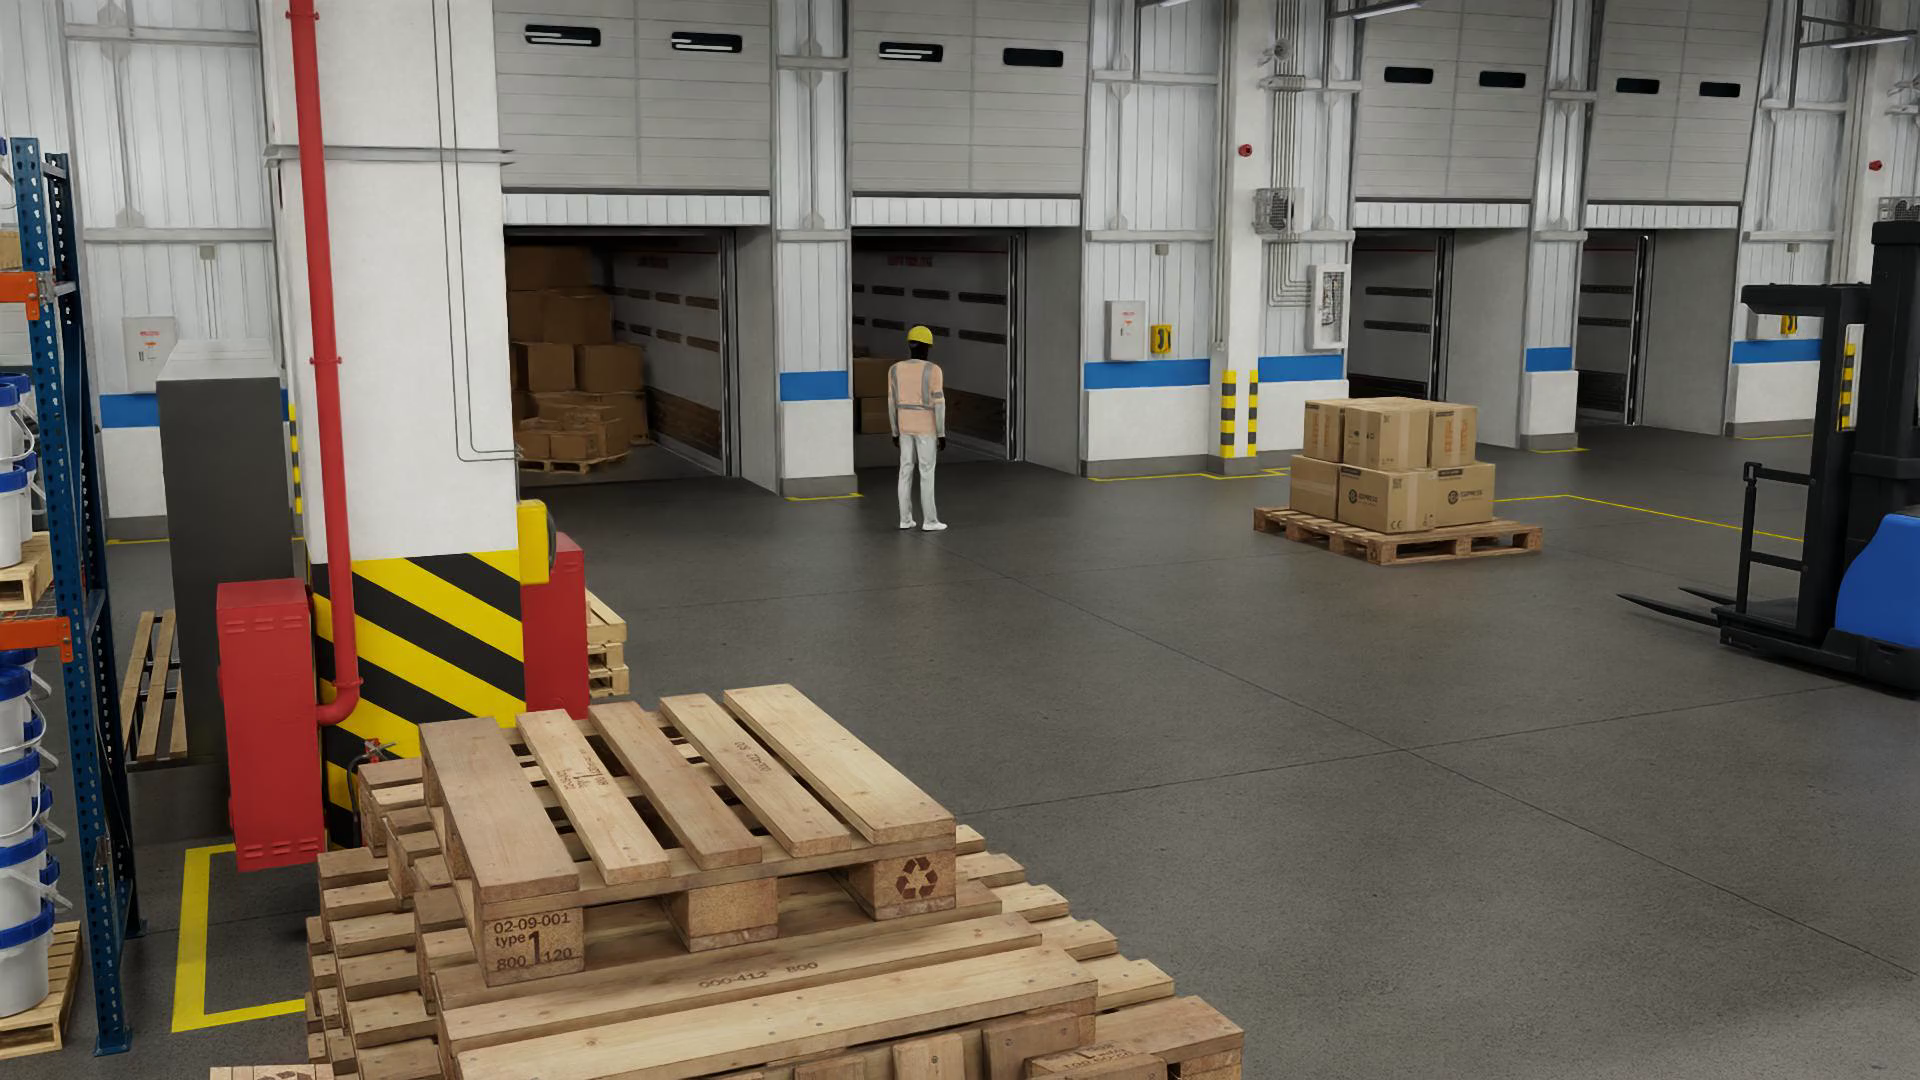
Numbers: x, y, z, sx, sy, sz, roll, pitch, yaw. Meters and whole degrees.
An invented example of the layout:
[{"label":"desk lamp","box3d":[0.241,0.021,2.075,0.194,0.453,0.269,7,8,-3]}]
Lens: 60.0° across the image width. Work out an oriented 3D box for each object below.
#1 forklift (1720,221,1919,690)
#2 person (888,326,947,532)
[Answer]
[{"label":"forklift","box3d":[5.949,-0.550,10.218,1.129,2.768,1.873,-4,11,-23]},{"label":"person","box3d":[-0.387,-1.034,15.539,0.586,1.917,0.381,6,12,28]}]
